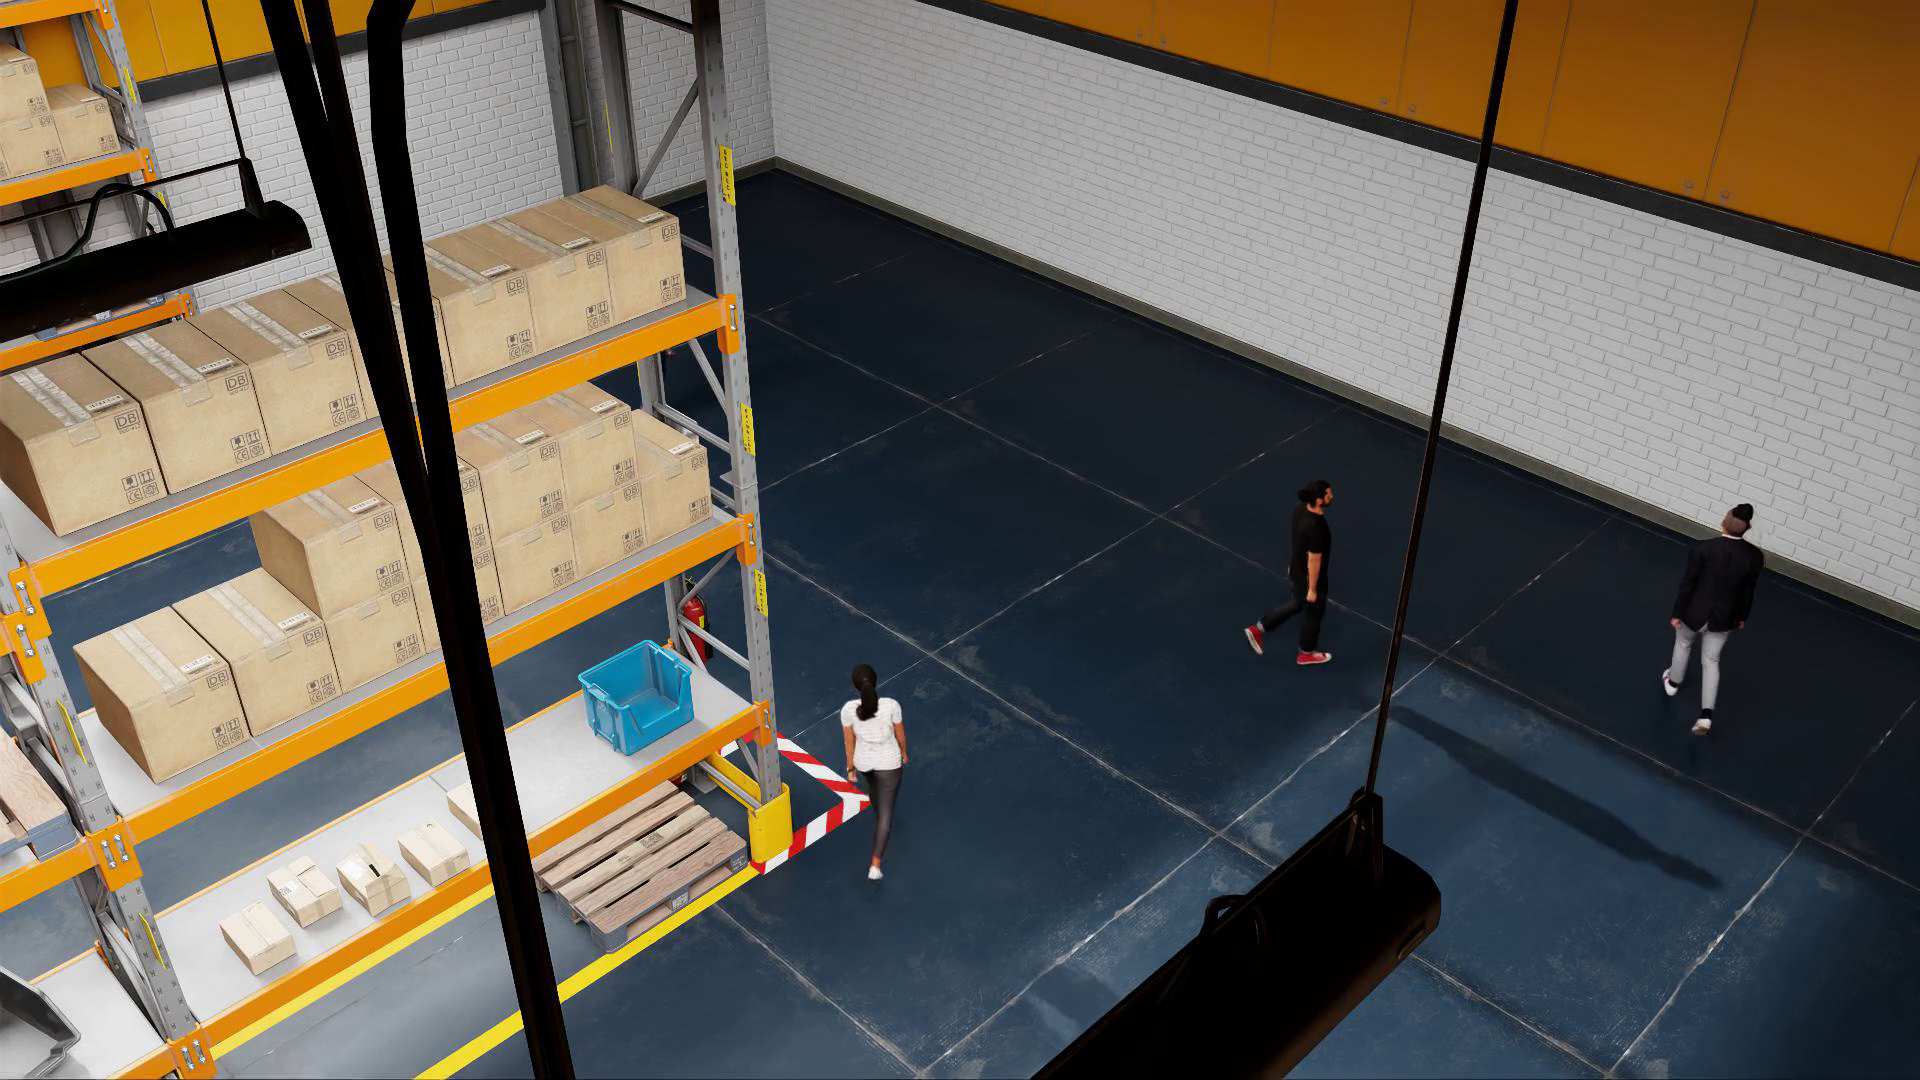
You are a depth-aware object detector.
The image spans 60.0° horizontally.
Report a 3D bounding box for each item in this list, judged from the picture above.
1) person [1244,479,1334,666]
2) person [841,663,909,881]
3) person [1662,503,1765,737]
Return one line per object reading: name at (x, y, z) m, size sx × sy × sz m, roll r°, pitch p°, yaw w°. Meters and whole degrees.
person at (2.685, 0.284, 13.206) m, size 1.064 × 1.742 × 0.960 m, roll -4°, pitch 34°, yaw -5°
person at (-0.577, 1.592, 11.369) m, size 1.023 × 1.598 × 1.178 m, roll 6°, pitch 34°, yaw 8°
person at (5.693, 0.593, 12.578) m, size 1.140 × 1.922 × 1.311 m, roll 7°, pitch 34°, yaw 10°
